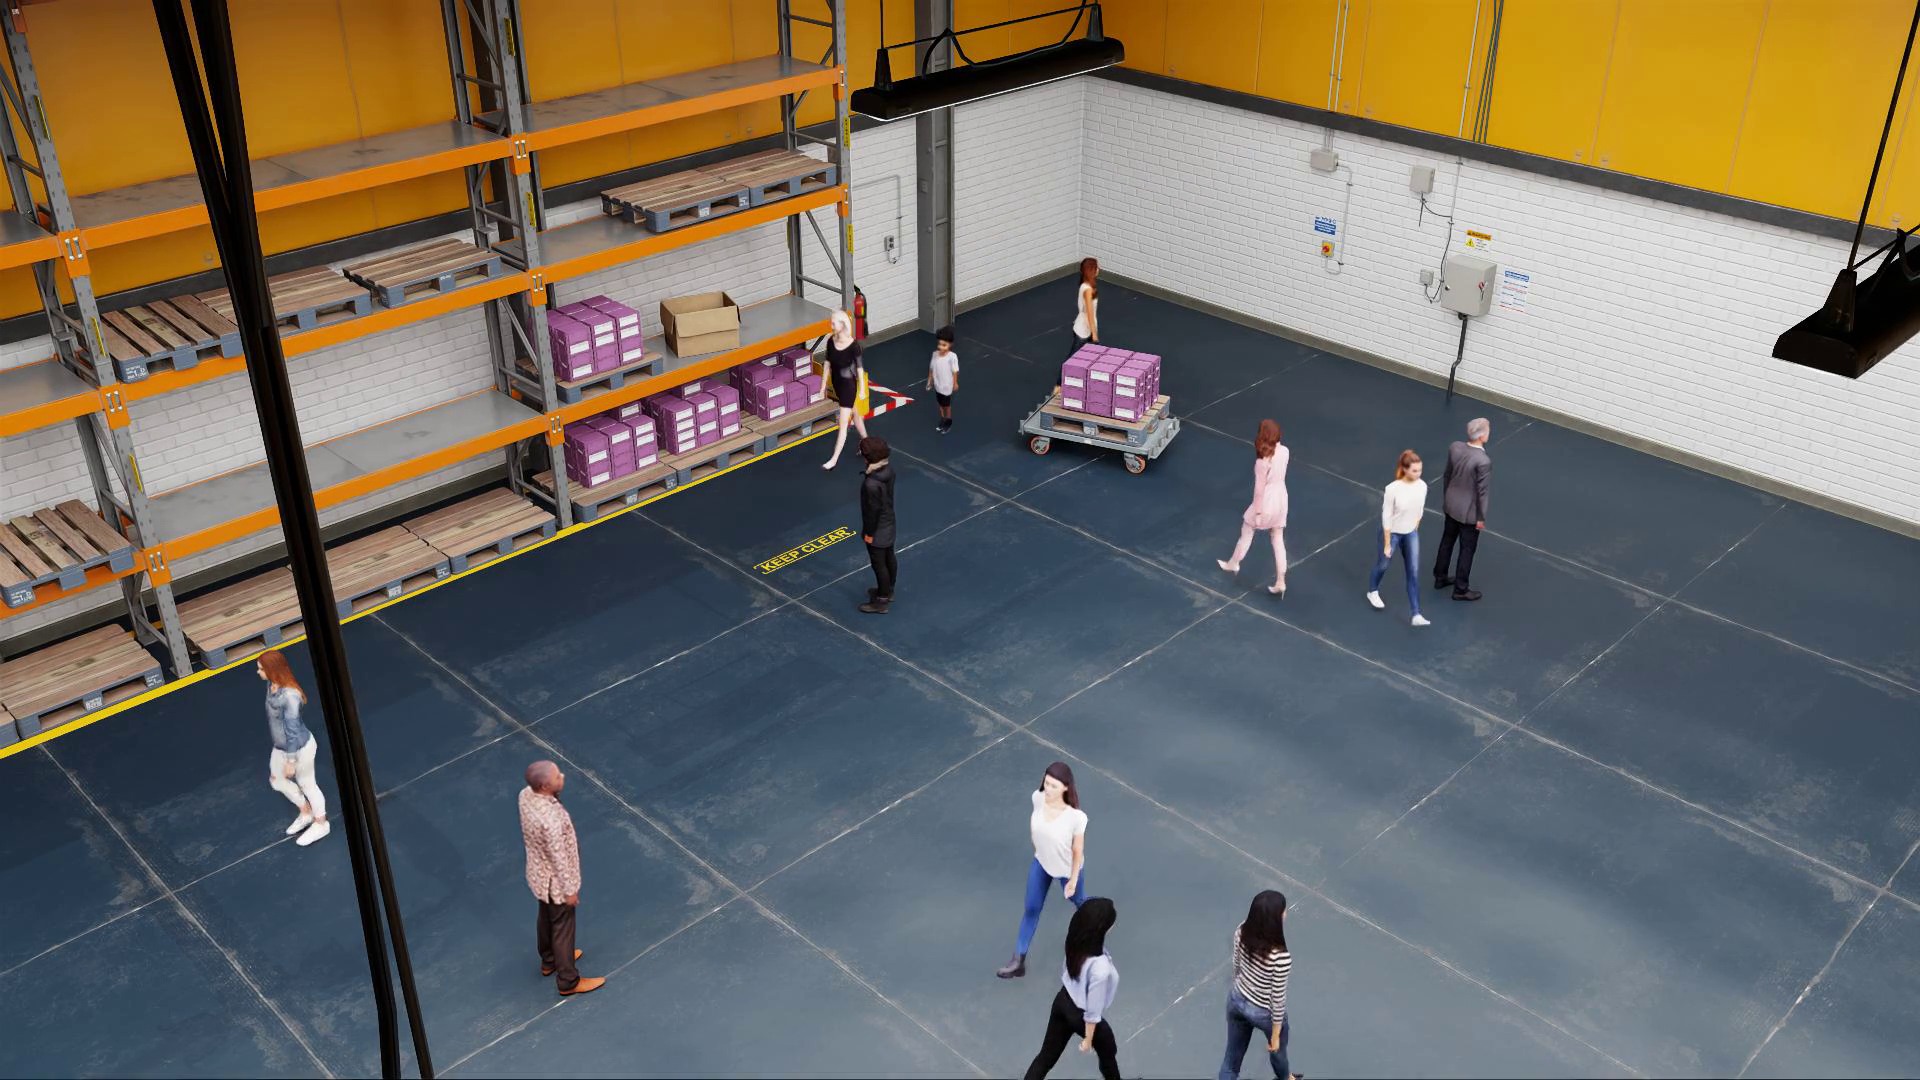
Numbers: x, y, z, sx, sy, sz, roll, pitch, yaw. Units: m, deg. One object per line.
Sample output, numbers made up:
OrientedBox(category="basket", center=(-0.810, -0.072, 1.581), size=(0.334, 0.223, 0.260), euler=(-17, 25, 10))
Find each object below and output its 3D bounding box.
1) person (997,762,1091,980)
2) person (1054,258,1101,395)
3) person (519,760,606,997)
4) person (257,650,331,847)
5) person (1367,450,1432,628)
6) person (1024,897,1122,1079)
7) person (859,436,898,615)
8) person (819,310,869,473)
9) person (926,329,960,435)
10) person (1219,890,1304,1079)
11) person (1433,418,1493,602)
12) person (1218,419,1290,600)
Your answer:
OrientedBox(category="person", center=(0.730, 2.203, 11.351), size=(0.699, 1.633, 1.148), euler=(21, 35, 34))
OrientedBox(category="person", center=(1.395, -2.494, 19.850), size=(1.100, 1.740, 1.109), euler=(3, 29, 6))
OrientedBox(category="person", center=(-2.728, 2.232, 11.114), size=(0.647, 1.807, 0.734), euler=(-18, 34, -30))
OrientedBox(category="person", center=(-4.934, 1.531, 12.522), size=(0.548, 1.691, 0.615), euler=(-26, 38, -38))
OrientedBox(category="person", center=(4.016, -0.062, 15.455), size=(1.114, 1.679, 1.030), euler=(-8, 30, -14))
OrientedBox(category="person", center=(0.648, 2.910, 9.998), size=(1.236, 1.686, 0.930), euler=(-12, 31, -22))
OrientedBox(category="person", center=(-0.748, -0.149, 15.512), size=(0.774, 1.777, 0.663), euler=(9, 30, 16))
OrientedBox(category="person", center=(-1.208, -1.679, 18.316), size=(0.748, 1.778, 1.231), euler=(17, 33, 29))
OrientedBox(category="person", center=(-0.149, -1.865, 19.212), size=(0.536, 1.246, 0.531), euler=(19, 34, 31))
OrientedBox(category="person", center=(1.701, 2.885, 9.962), size=(0.984, 1.765, 0.667), euler=(-22, 36, -35))
OrientedBox(category="person", center=(4.787, -0.318, 15.755), size=(0.736, 1.841, 0.782), euler=(-12, 31, -22))
OrientedBox(category="person", center=(2.993, -0.258, 15.725), size=(1.010, 1.765, 0.812), euler=(-18, 33, -29))
